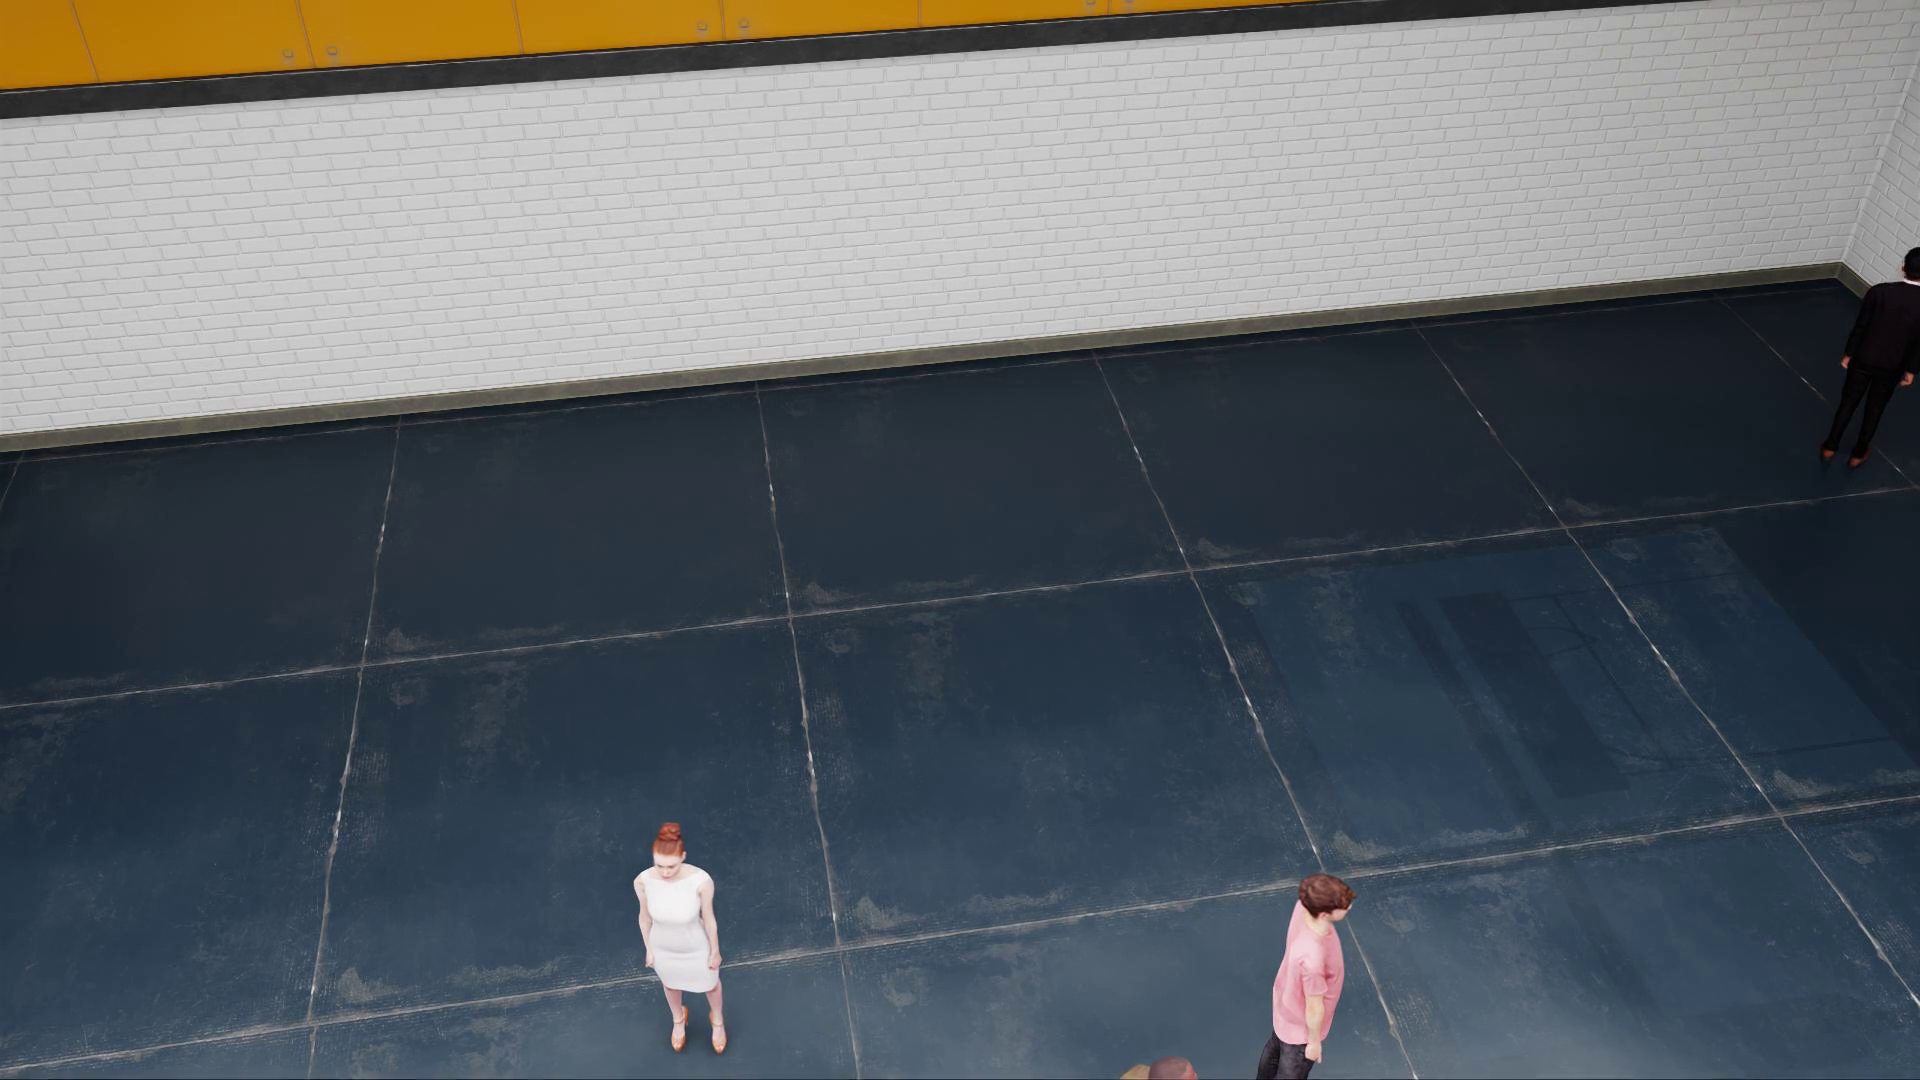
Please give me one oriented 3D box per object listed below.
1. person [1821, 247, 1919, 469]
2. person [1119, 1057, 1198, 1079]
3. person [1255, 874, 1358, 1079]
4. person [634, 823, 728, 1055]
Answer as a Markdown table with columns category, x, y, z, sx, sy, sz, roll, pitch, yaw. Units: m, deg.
| category | x | y | z | sx | sy | sz | roll | pitch | yaw |
| --- | --- | --- | --- | --- | --- | --- | --- | --- | --- |
| person | 7.194 | -1.422 | 13.013 | 0.762 | 1.879 | 0.807 | 22 | 43 | 25 |
| person | 0.842 | 2.939 | 7.601 | 0.829 | 1.817 | 0.621 | -17 | 41 | -20 |
| person | 1.679 | 2.329 | 8.251 | 0.720 | 1.958 | 0.553 | 1 | 39 | 1 |
| person | -1.436 | 2.101 | 8.672 | 0.600 | 1.791 | 0.574 | 2 | 39 | 2 |
